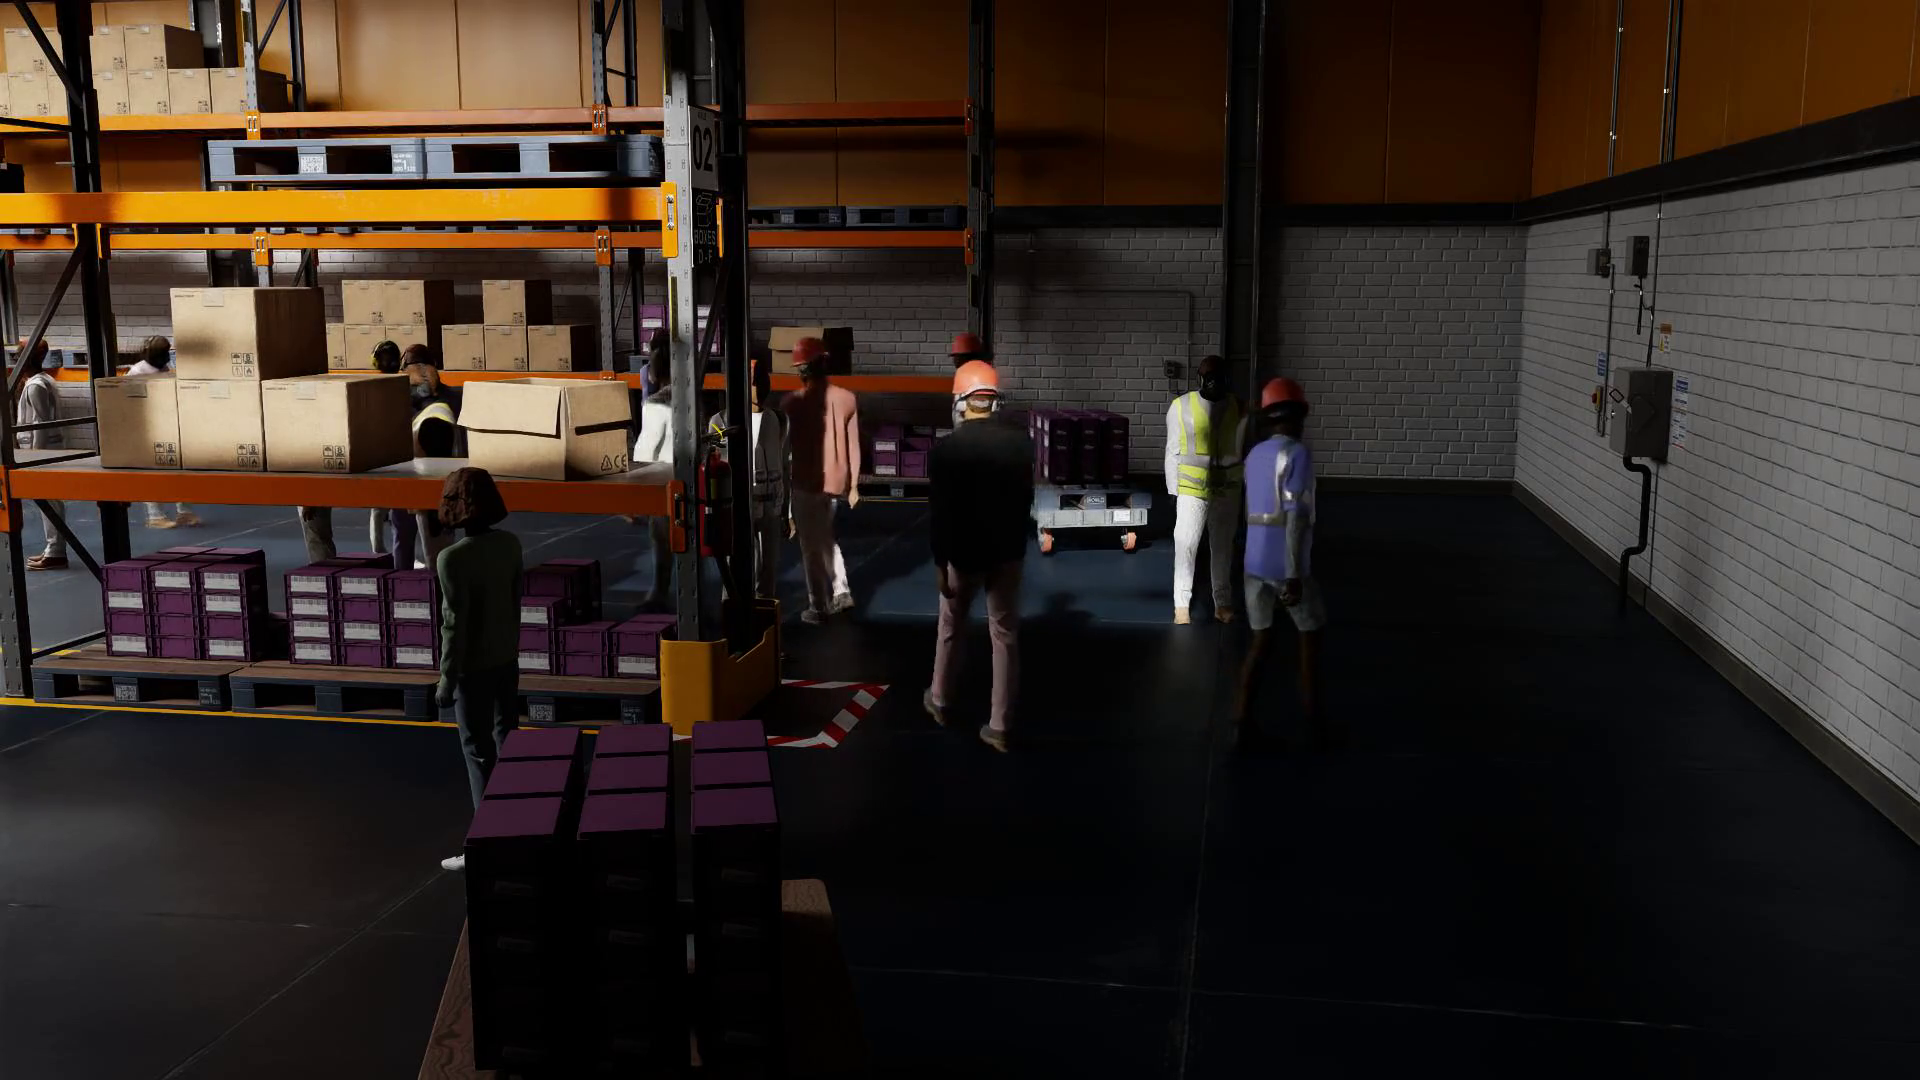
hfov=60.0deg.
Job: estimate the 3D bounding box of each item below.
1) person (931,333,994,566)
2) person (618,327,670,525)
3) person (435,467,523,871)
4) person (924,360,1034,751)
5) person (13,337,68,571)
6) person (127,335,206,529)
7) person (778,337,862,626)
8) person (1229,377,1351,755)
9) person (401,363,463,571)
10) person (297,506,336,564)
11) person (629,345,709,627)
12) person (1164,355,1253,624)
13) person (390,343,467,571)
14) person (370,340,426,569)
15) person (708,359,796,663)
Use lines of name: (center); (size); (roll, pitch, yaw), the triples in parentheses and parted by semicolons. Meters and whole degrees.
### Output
person: (0.031, -0.722, 13.553); (0.683, 1.912, 0.546); (6, 11, 31)
person: (-2.826, -1.041, 15.616); (1.001, 1.888, 0.636); (7, 12, 39)
person: (-1.939, 0.519, 6.726); (0.279, 1.633, 0.500); (3, 10, 17)
person: (0.071, 0.050, 8.632); (0.615, 1.949, 0.958); (-3, 10, -18)
person: (-7.454, -0.696, 13.486); (0.356, 1.884, 0.574); (-4, 10, -24)
person: (-7.399, -0.996, 15.543); (0.597, 1.825, 0.640); (2, 9, 14)
person: (-1.004, -0.390, 11.332); (0.632, 1.970, 0.495); (-9, 12, -43)
person: (1.664, 0.132, 8.374); (0.780, 1.873, 0.630); (-5, 10, -27)
person: (-3.382, -0.209, 10.644); (0.430, 1.836, 0.632); (-4, 10, -21)
person: (-4.466, -0.337, 11.418); (0.403, 1.830, 0.601); (-3, 10, -18)
person: (-2.059, -0.360, 11.303); (0.822, 1.909, 0.648); (3, 10, 15)
person: (1.712, -0.338, 11.396); (0.621, 1.845, 0.429); (-1, 9, -5)
person: (-3.802, -0.431, 11.771); (0.636, 1.911, 0.404); (-4, 10, -23)
person: (-4.551, -0.669, 13.368); (0.331, 1.873, 0.536); (7, 11, 36)
person: (-1.258, -0.158, 10.159); (0.574, 1.883, 0.356); (-8, 12, -41)
